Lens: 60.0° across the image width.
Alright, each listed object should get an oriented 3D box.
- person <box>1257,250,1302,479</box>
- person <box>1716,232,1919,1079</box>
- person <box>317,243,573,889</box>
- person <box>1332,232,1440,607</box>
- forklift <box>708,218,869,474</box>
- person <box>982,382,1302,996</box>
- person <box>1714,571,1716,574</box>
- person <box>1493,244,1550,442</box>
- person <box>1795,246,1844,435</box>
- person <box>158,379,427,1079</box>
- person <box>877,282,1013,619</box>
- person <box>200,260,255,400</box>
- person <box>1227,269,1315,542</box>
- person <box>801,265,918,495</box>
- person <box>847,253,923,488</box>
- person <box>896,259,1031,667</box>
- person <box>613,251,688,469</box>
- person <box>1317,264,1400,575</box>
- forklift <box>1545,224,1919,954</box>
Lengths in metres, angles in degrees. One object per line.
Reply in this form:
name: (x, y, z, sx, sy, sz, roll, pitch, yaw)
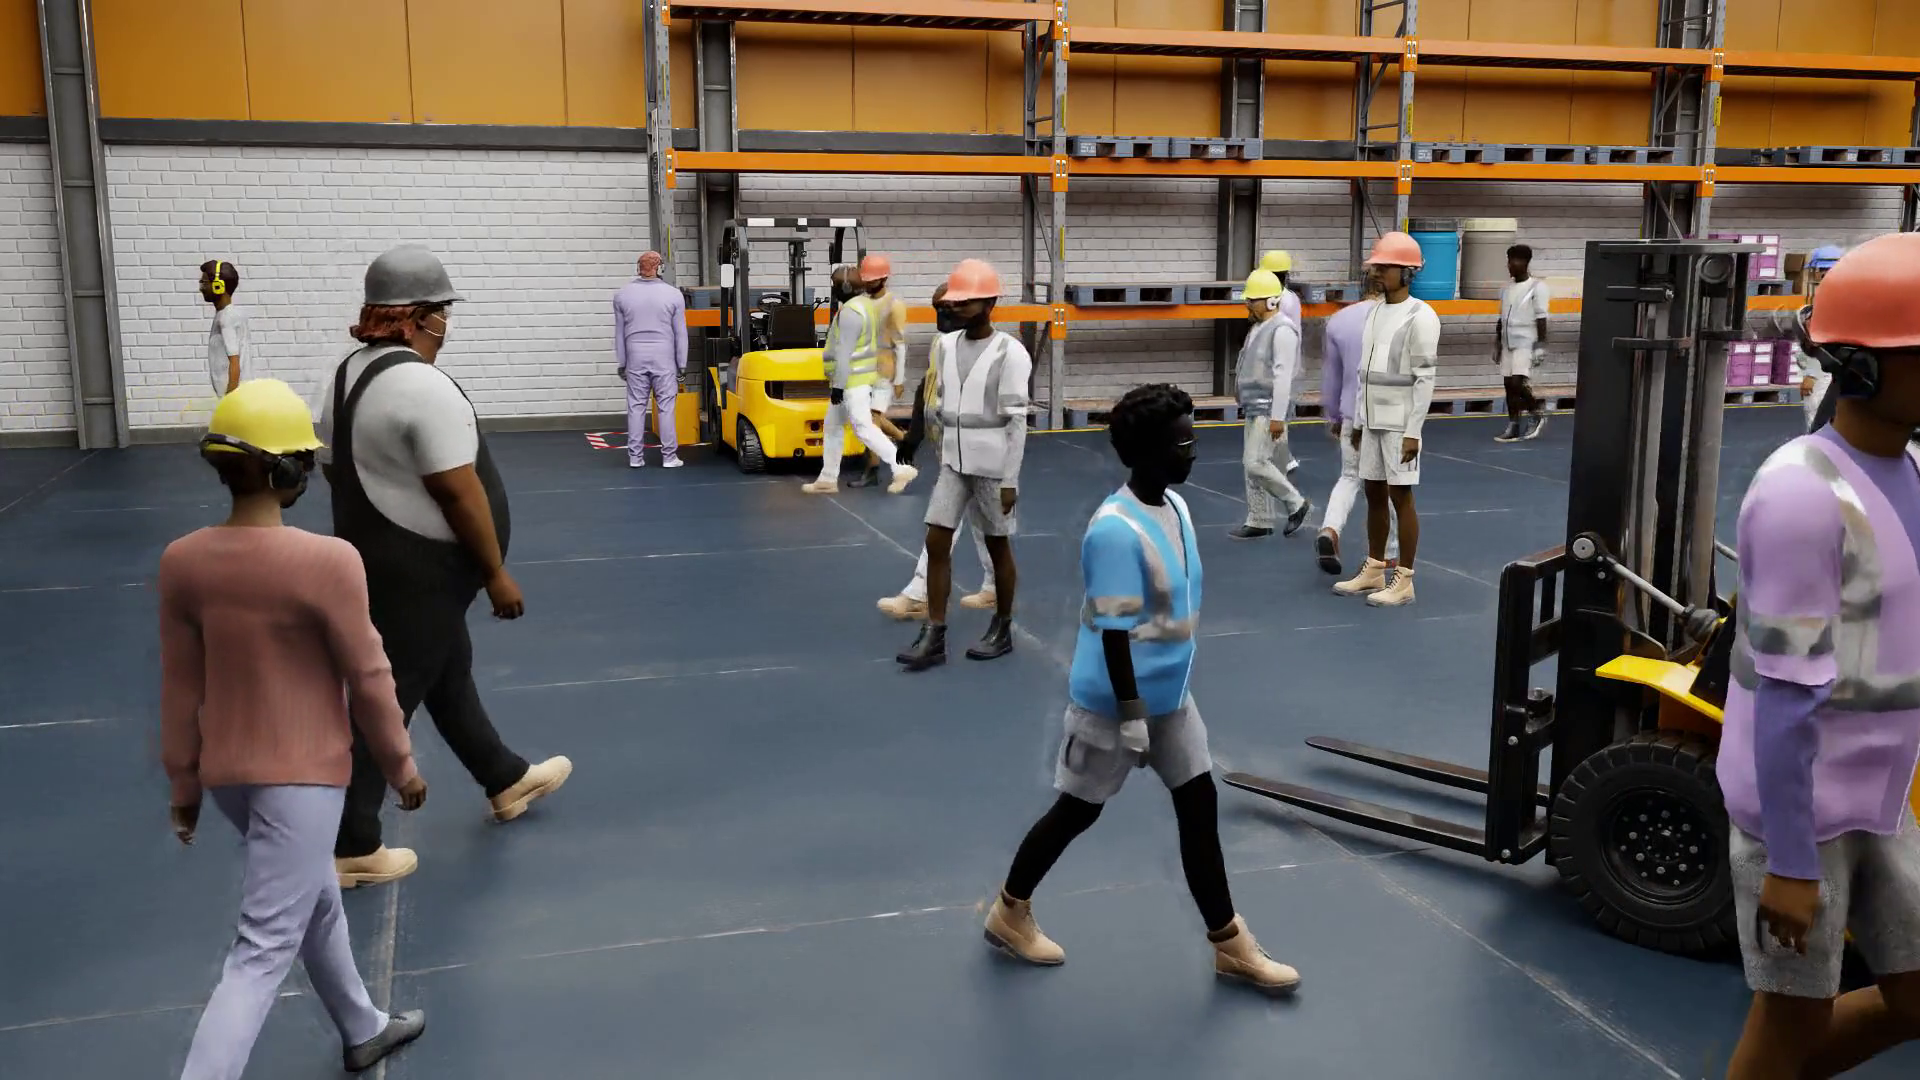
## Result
person: (2.520, -1.358, 13.348, 0.416, 1.915, 0.609, 3, 11, 17)
person: (1.609, 0.469, 3.036, 0.610, 2.026, 0.421, -8, 13, -38)
person: (-1.686, 0.042, 5.344, 1.022, 2.000, 0.682, -9, 13, -39)
person: (2.355, -0.657, 9.158, 0.364, 2.048, 0.608, -4, 11, -21)
forklift: (-1.522, -1.778, 14.899, 1.214, 2.155, 2.313, -3, 11, -17)
person: (0.452, 0.397, 4.469, 0.883, 1.651, 0.546, 6, 12, 29)
person: (3.918, -0.437, 9.099, 0.392, 1.619, 0.524, 9, 14, 40)
person: (5.485, -1.923, 16.339, 0.422, 1.952, 0.634, -5, 11, -24)
person: (6.813, -1.340, 13.170, 0.385, 1.948, 0.605, 8, 13, 37)
person: (-1.525, 0.511, 3.654, 0.521, 1.720, 0.937, 5, 11, 24)
person: (-0.084, -0.469, 8.822, 0.922, 1.784, 0.639, -3, 11, -18)
person: (-4.814, -0.900, 10.973, 0.326, 1.874, 0.519, -3, 11, -16)
person: (2.030, -0.863, 10.929, 0.476, 1.812, 0.615, -2, 10, -9)
person: (-0.781, -1.242, 13.035, 0.893, 1.810, 0.616, 0, 10, 0)
person: (-0.596, -1.380, 13.551, 0.743, 1.897, 0.606, -8, 13, -39)
person: (0.010, -0.333, 7.742, 0.583, 1.909, 0.822, 8, 13, 37)
person: (-2.691, -1.567, 14.559, 0.646, 1.900, 0.403, 0, 10, 1)
person: (2.421, -0.712, 9.843, 0.635, 1.915, 0.749, 8, 13, 36)
forklift: (2.909, 0.117, 4.508, 2.313, 2.155, 1.214, 9, 14, 40)
